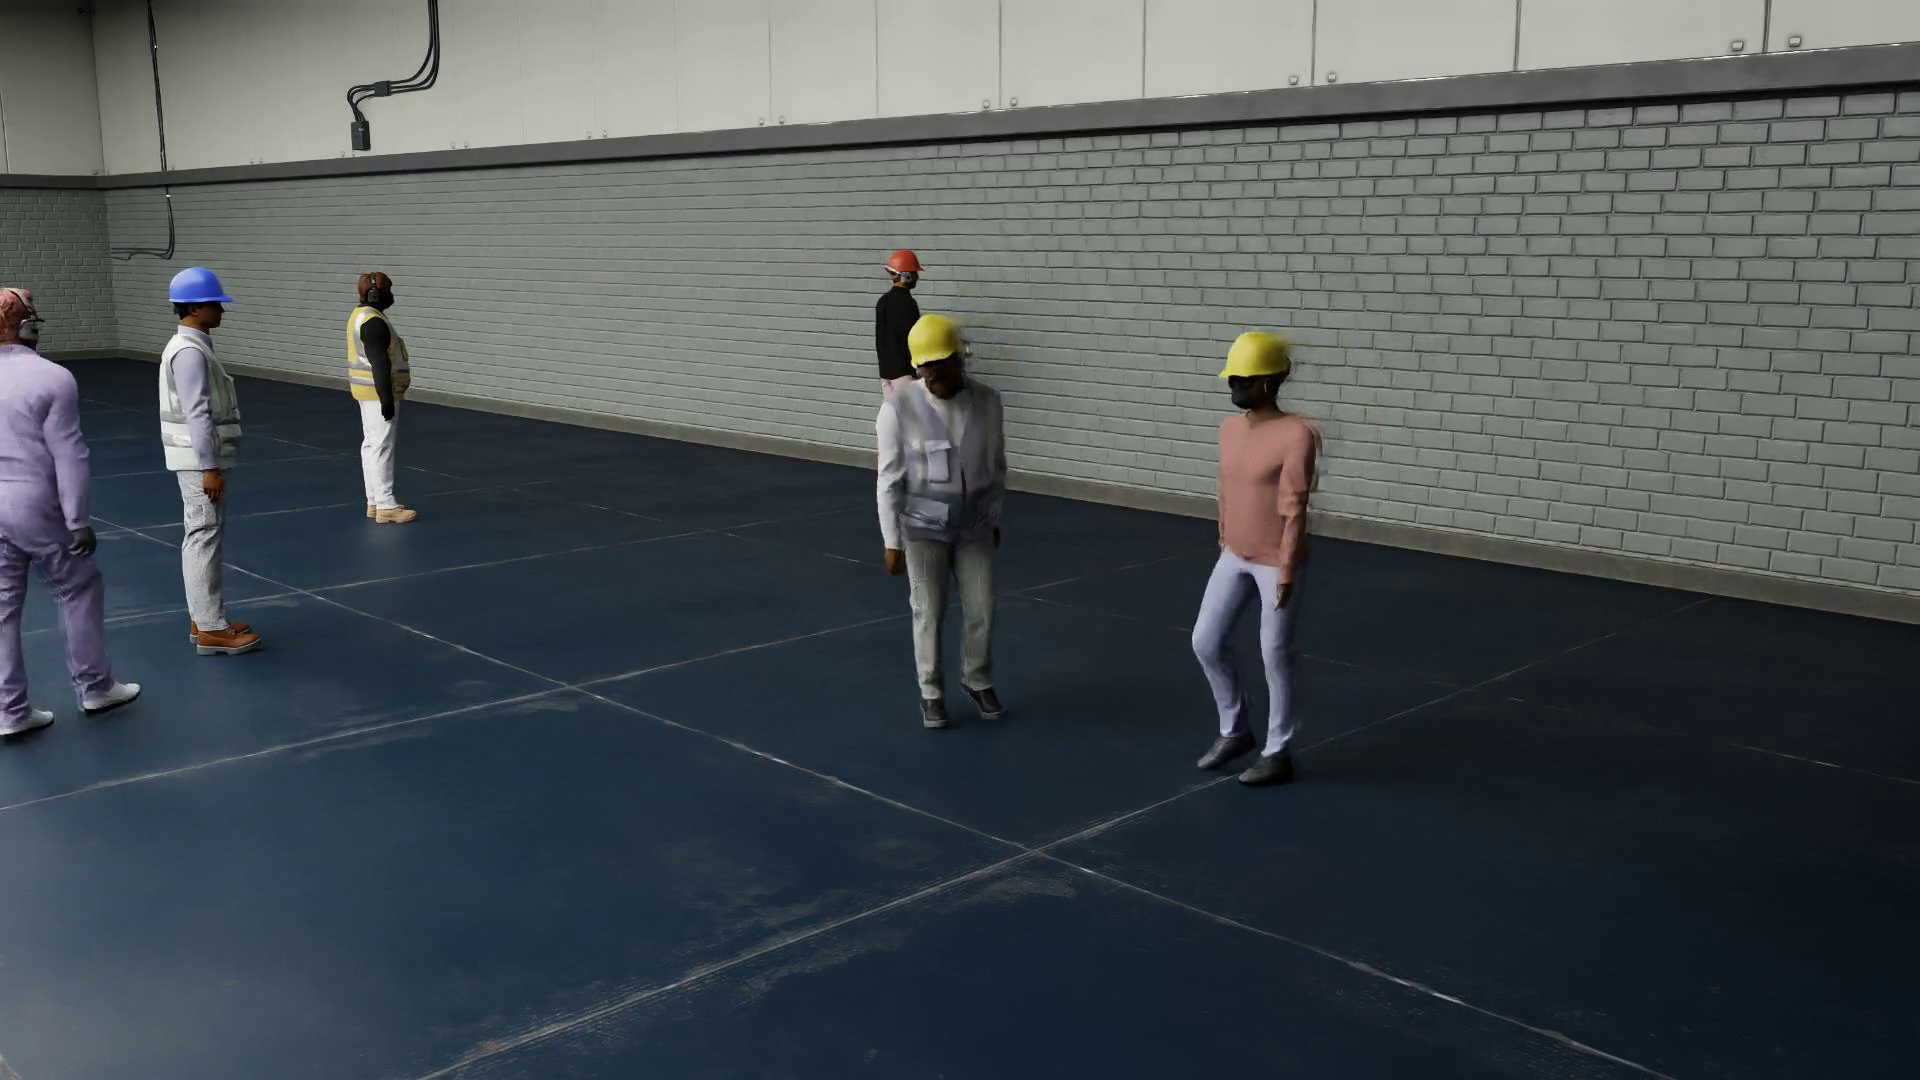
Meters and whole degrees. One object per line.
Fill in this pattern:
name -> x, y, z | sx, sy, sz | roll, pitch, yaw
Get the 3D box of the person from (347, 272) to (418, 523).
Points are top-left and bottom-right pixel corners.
person -> -4.306, -1.065, 12.380 | 0.429, 1.843, 0.631 | -6, 12, -29

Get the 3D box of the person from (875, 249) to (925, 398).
person -> -0.464, -1.351, 13.515 | 0.380, 1.996, 0.608 | -6, 12, -29

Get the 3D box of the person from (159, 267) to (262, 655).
person -> -3.854, -0.406, 8.491 | 0.389, 1.949, 0.603 | -5, 12, -27

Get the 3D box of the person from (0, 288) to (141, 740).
person -> -3.944, -0.132, 7.163 | 0.673, 1.881, 0.785 | 1, 10, 5

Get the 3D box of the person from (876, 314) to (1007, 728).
person -> -0.071, -0.065, 7.064 | 0.615, 1.790, 0.502 | -4, 11, -20

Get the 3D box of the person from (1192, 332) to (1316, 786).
person -> 1.127, 0.086, 6.362 | 0.440, 1.752, 0.528 | -7, 13, -34
